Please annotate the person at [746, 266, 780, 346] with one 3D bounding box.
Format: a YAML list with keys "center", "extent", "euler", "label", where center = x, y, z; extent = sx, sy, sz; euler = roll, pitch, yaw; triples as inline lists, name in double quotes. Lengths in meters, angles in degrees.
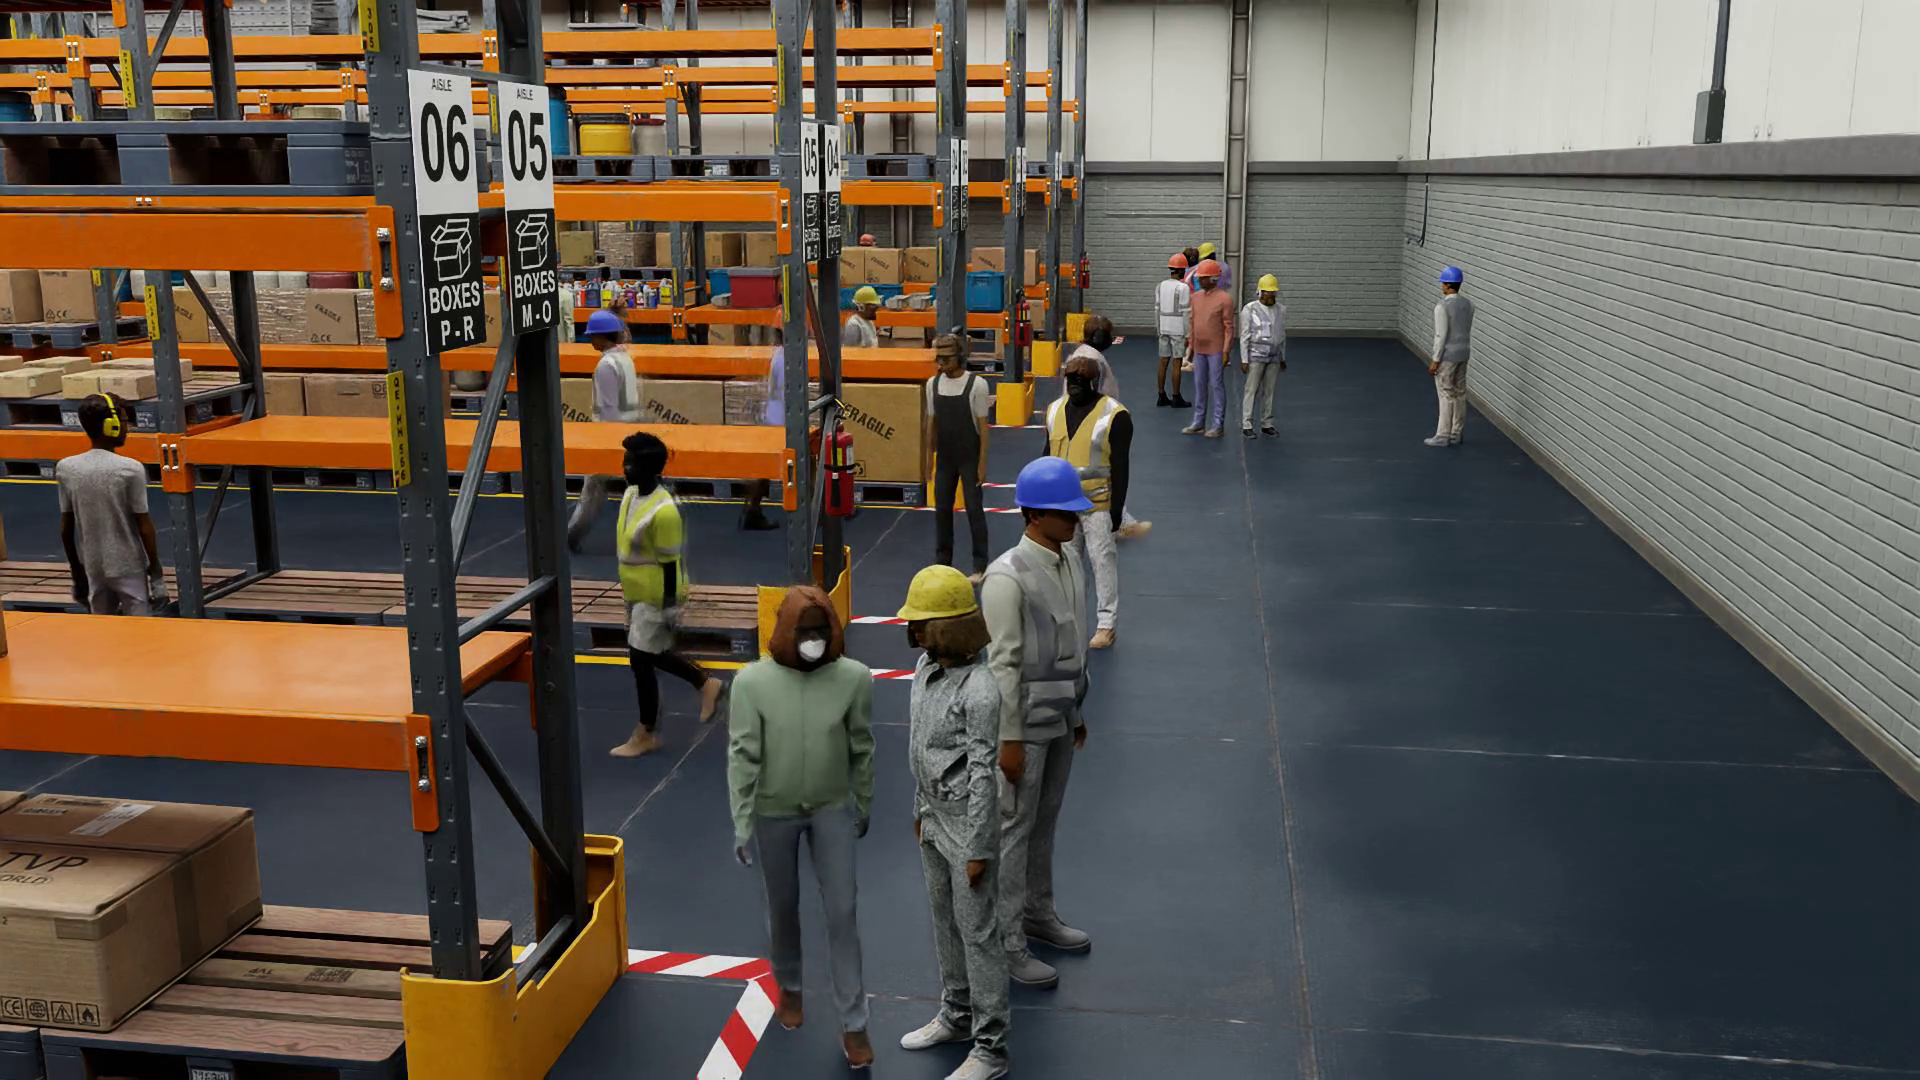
- center: [-2.797, -3.049, 23.550]
  extent: [0.511, 1.641, 0.307]
  euler: [-4, 13, -19]
  label: "person"

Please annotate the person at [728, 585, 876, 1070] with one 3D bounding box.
- center: [-0.514, 0.951, 5.575]
  extent: [0.516, 1.608, 0.663]
  euler: [-3, 13, -13]
  label: "person"

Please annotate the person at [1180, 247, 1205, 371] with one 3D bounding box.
- center: [3.435, -3.451, 24.905]
  extent: [0.429, 1.844, 0.626]
  euler: [-2, 13, -11]
  label: "person"

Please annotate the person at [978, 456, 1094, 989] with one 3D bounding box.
- center: [0.291, 0.652, 6.138]
  extent: [0.393, 1.949, 0.602]
  euler: [7, 14, 28]
  label: "person"

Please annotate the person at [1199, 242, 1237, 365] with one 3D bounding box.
- center: [3.907, -3.646, 25.682]
  extent: [0.730, 1.897, 0.494]
  euler: [-2, 13, -9]
  label: "person"

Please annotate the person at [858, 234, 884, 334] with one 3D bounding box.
- center: [-1.487, -3.845, 26.369]
  extent: [0.614, 1.984, 0.422]
  euler: [1, 13, 4]
  label: "person"

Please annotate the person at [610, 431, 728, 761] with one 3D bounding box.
- center: [-1.521, 0.261, 8.501]
  extent: [0.616, 1.676, 0.539]
  euler: [-7, 14, -29]
  label: "person"

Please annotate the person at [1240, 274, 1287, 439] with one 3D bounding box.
- center: [3.404, -2.047, 18.586]
  extent: [0.600, 1.830, 0.403]
  euler: [-6, 14, -24]
  label: "person"

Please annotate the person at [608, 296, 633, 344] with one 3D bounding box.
- center: [-3.657, -1.794, 17.880]
  extent: [0.314, 1.642, 0.514]
  euler: [0, 12, 2]
  label: "person"

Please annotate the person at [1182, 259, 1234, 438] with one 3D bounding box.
- center: [2.791, -2.147, 18.674]
  extent: [0.392, 1.991, 0.613]
  euler: [-10, 16, -38]
  label: "person"

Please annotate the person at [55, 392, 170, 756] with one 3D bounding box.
- center: [-4.273, 0.184, 8.448]
  extent: [0.518, 1.865, 0.330]
  euler: [2, 13, 9]
  label: "person"

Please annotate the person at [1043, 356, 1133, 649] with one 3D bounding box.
- center: [0.767, -0.238, 10.429]
  extent: [0.627, 1.837, 0.430]
  euler: [9, 16, 36]
  label: "person"

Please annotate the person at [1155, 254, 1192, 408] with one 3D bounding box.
- center: [2.721, -2.644, 21.043]
  extent: [0.376, 1.935, 0.550]
  euler: [-10, 16, -38]
  label: "person"

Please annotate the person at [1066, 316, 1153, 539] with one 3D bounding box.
- center: [1.152, -0.904, 13.476]
  extent: [0.788, 1.807, 0.653]
  euler: [-2, 13, -7]
  label: "person"

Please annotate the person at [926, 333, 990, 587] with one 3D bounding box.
- center: [-0.015, -0.574, 11.956]
  extent: [0.512, 1.830, 0.368]
  euler: [7, 14, 27]
  label: "person"

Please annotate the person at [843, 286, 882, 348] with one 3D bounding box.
- center: [-0.863, -1.662, 16.904]
  extent: [0.807, 1.800, 0.627]
  euler: [2, 13, 11]
  label: "person"

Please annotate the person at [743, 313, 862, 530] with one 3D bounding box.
- center: [-1.352, -0.977, 13.655]
  extent: [1.021, 1.872, 0.562]
  euler: [1, 13, 4]
  label: "person"

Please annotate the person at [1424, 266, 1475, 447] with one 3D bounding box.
- center: [5.309, -1.985, 18.041]
  extent: [0.605, 1.949, 0.402]
  euler: [-10, 16, -38]
  label: "person"

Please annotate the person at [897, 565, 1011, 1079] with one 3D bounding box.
- center: [-0.038, 0.925, 5.403]
  extent: [0.342, 1.737, 0.487]
  euler: [-6, 14, -26]
  label: "person"
